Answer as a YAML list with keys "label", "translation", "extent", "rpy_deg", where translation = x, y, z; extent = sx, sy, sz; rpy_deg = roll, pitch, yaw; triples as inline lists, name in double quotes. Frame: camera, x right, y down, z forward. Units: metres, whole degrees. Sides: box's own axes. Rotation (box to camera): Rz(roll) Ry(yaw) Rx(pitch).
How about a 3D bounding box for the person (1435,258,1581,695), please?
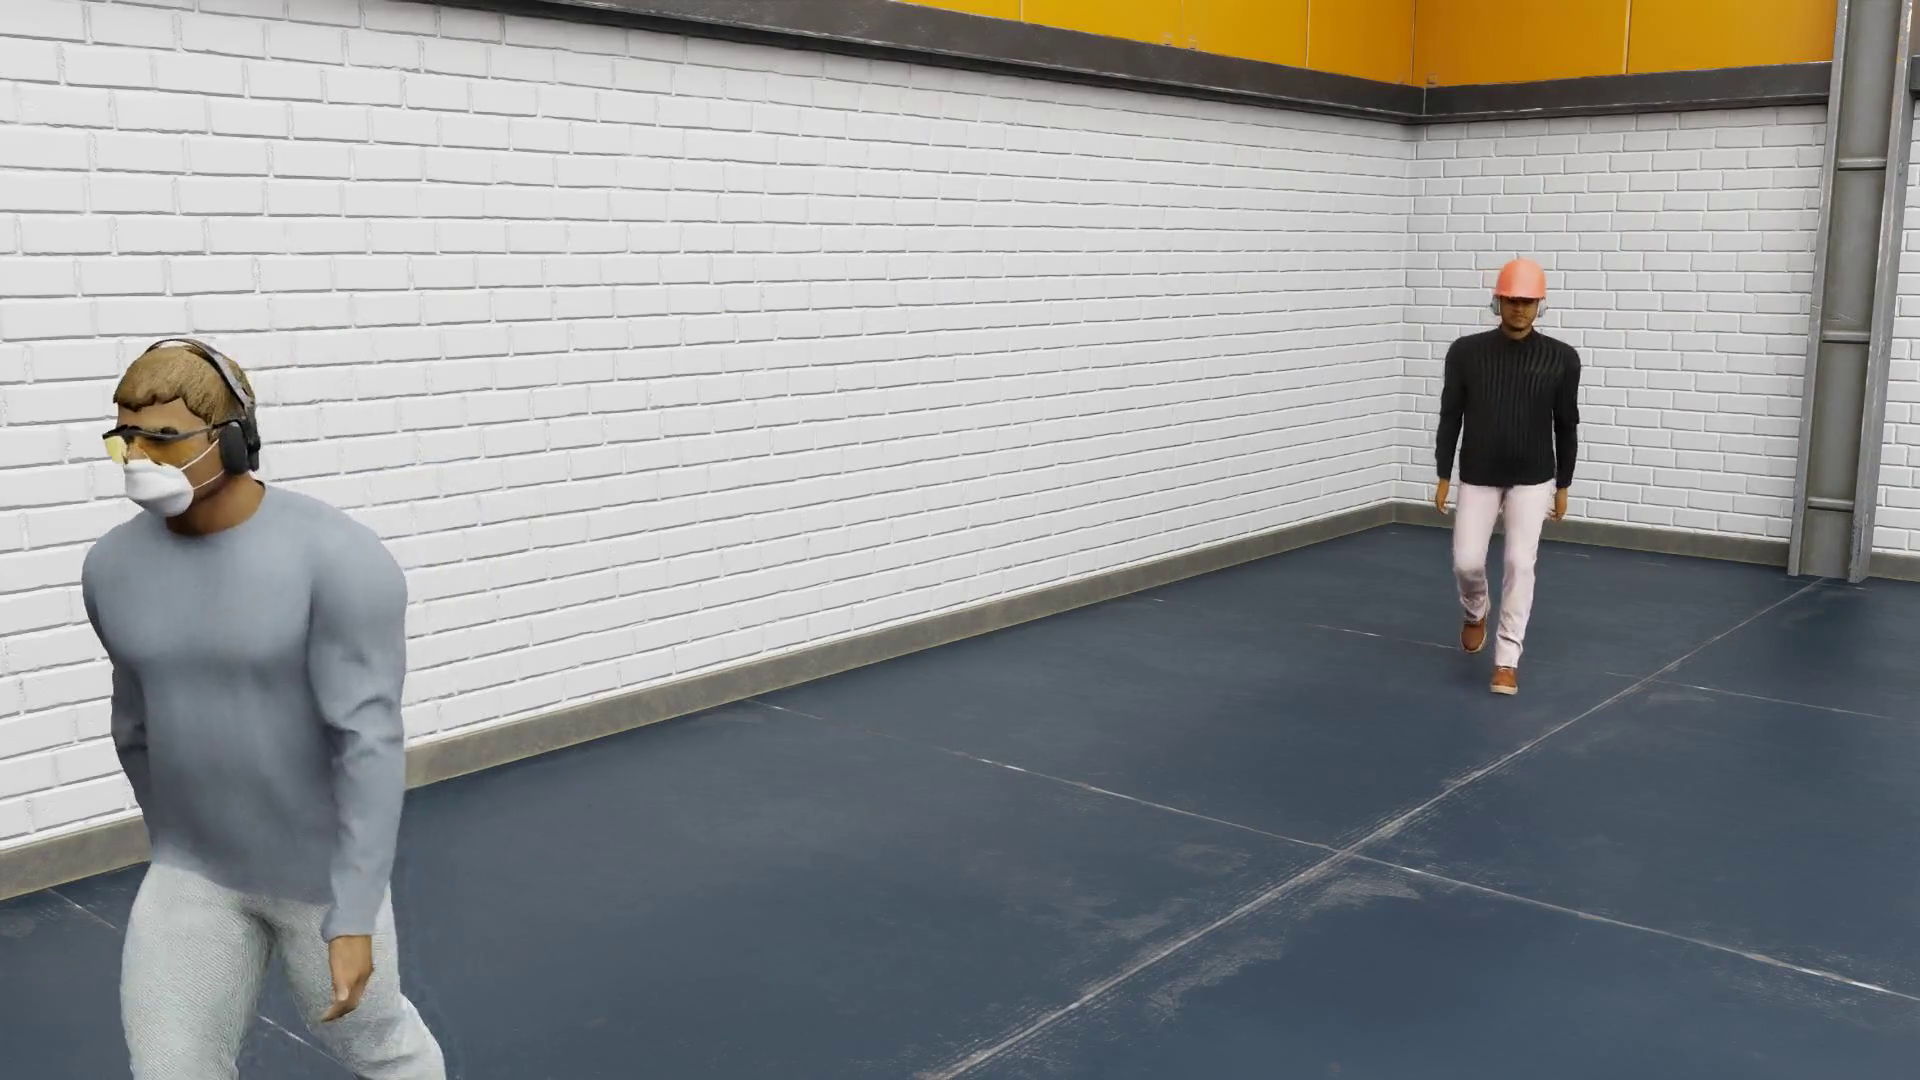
- label: "person"
  translation: [2.525, -0.309, 7.705]
  extent: [0.628, 1.981, 0.648]
  rpy_deg: [3, 10, 18]

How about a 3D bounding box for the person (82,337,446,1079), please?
- label: "person"
  translation: [-1.222, 0.584, 2.950]
  extent: [0.636, 1.889, 1.012]
  rpy_deg: [2, 10, 10]
